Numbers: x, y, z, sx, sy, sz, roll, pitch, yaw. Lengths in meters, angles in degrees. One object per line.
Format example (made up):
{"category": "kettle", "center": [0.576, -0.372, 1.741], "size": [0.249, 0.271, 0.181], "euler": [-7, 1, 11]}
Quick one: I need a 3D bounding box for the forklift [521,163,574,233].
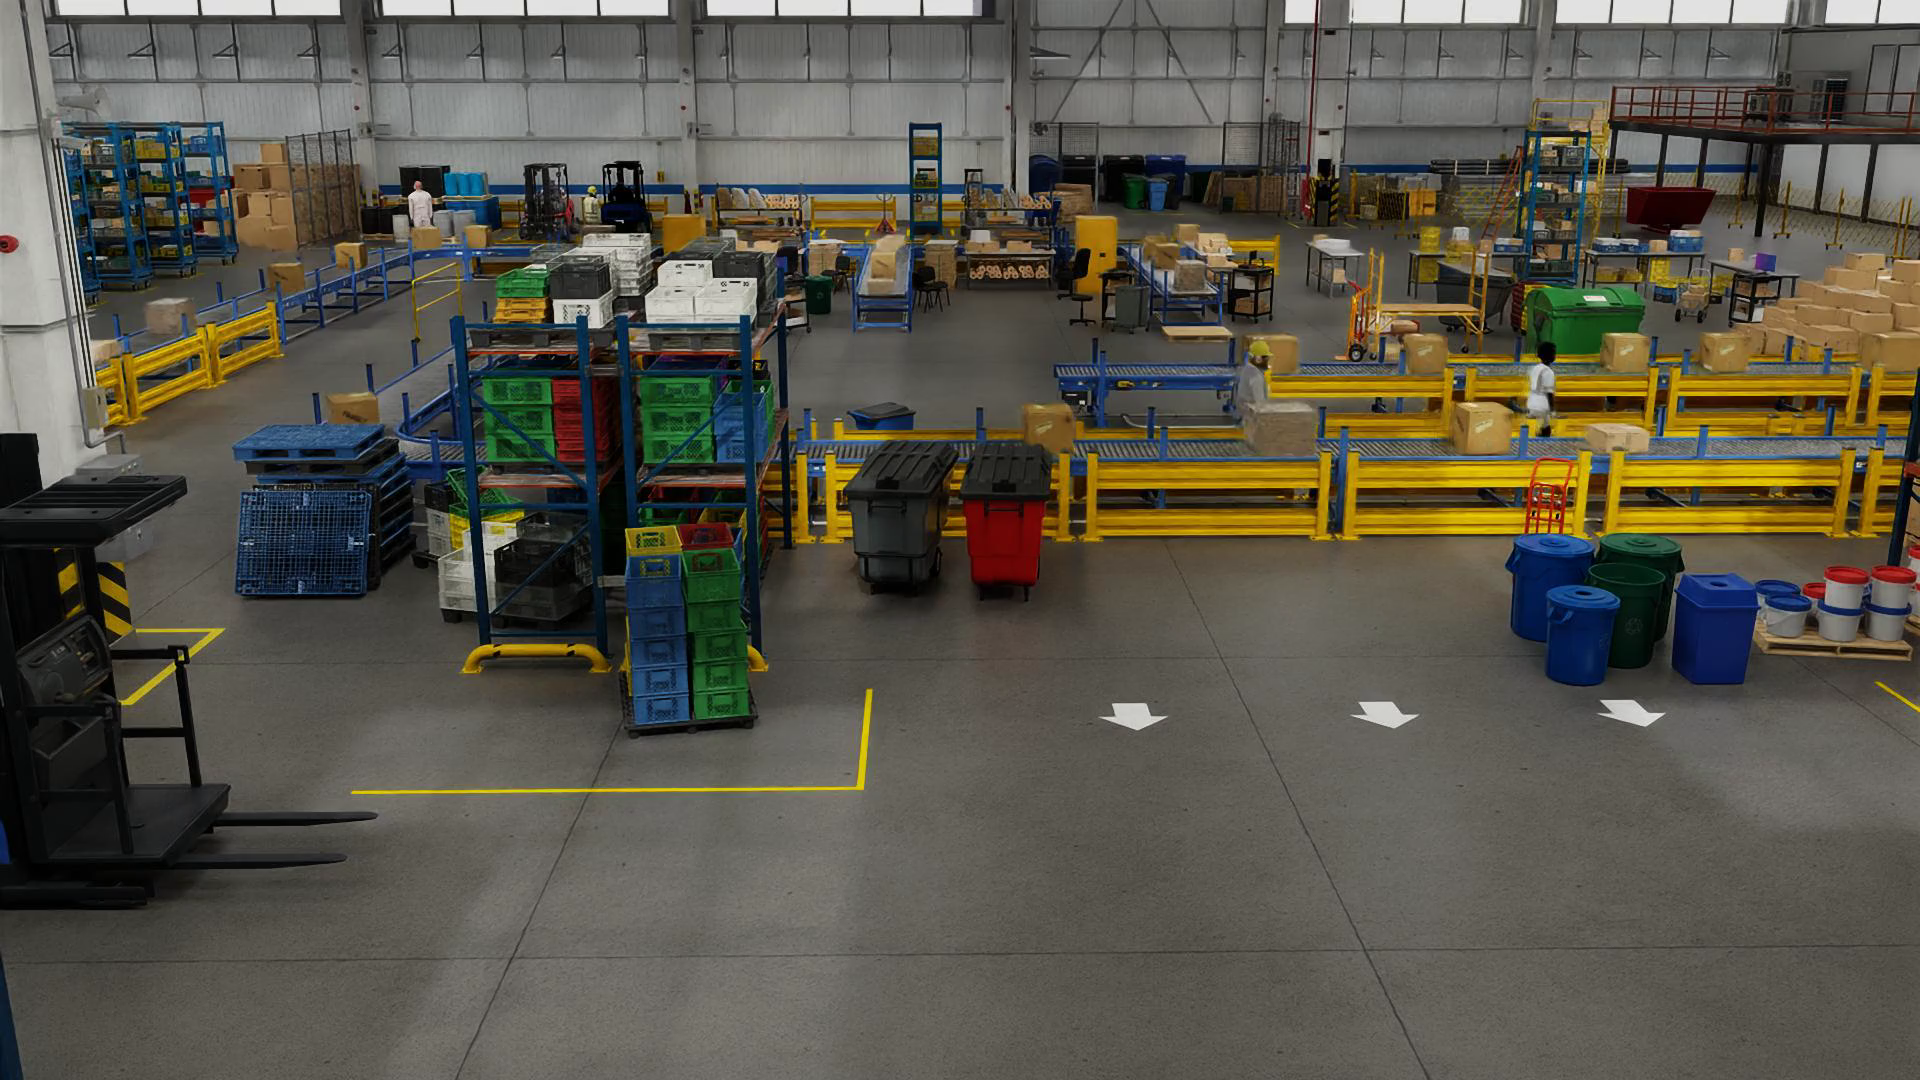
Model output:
{"category": "forklift", "center": [-12.233, -10.122, 49.298], "size": [1.157, 1.987, 2.680], "euler": [0, 16, -1]}

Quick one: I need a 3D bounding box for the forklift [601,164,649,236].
{"category": "forklift", "center": [-9.948, -10.127, 49.296], "size": [1.157, 1.987, 2.680], "euler": [-1, 16, -3]}

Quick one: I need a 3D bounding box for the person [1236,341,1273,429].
{"category": "person", "center": [3.705, -1.536, 20.339], "size": [0.839, 1.796, 0.617], "euler": [0, 16, 0]}

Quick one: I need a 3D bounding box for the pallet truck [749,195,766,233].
{"category": "pallet truck", "center": [-6.051, -9.967, 50.660], "size": [0.680, 1.201, 1.601], "euler": [0, 16, -1]}

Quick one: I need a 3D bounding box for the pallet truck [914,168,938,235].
{"category": "pallet truck", "center": [-0.989, -10.316, 50.507], "size": [0.823, 1.965, 1.885], "euler": [1, 16, 3]}

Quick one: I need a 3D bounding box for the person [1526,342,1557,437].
{"category": "person", "center": [7.308, -1.694, 21.130], "size": [0.850, 1.663, 0.525], "euler": [1, 16, 3]}

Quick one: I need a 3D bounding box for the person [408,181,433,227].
{"category": "person", "center": [-14.832, -8.905, 45.756], "size": [0.642, 1.913, 0.408], "euler": [-11, 19, -33]}

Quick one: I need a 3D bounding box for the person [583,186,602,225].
{"category": "person", "center": [-9.906, -8.654, 45.026], "size": [0.603, 1.828, 0.404], "euler": [11, 19, 34]}

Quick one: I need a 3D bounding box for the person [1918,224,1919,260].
{"category": "person", "center": [24.045, -7.636, 41.127], "size": [0.605, 2.034, 0.397], "euler": [12, 20, 36]}

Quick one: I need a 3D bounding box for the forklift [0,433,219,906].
{"category": "forklift", "center": [-5.952, 0.780, 10.366], "size": [1.873, 2.768, 1.129], "euler": [0, 16, -1]}

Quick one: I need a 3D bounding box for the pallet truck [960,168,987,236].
{"category": "pallet truck", "center": [0.383, -10.230, 50.206], "size": [0.823, 1.965, 1.885], "euler": [-1, 16, -3]}

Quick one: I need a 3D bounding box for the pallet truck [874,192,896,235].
{"category": "pallet truck", "center": [-2.277, -9.986, 50.594], "size": [0.653, 1.274, 1.630], "euler": [0, 16, -1]}

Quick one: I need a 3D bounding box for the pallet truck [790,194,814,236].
{"category": "pallet truck", "center": [-4.814, -9.883, 50.259], "size": [0.704, 1.261, 1.522], "euler": [-1, 16, -3]}
